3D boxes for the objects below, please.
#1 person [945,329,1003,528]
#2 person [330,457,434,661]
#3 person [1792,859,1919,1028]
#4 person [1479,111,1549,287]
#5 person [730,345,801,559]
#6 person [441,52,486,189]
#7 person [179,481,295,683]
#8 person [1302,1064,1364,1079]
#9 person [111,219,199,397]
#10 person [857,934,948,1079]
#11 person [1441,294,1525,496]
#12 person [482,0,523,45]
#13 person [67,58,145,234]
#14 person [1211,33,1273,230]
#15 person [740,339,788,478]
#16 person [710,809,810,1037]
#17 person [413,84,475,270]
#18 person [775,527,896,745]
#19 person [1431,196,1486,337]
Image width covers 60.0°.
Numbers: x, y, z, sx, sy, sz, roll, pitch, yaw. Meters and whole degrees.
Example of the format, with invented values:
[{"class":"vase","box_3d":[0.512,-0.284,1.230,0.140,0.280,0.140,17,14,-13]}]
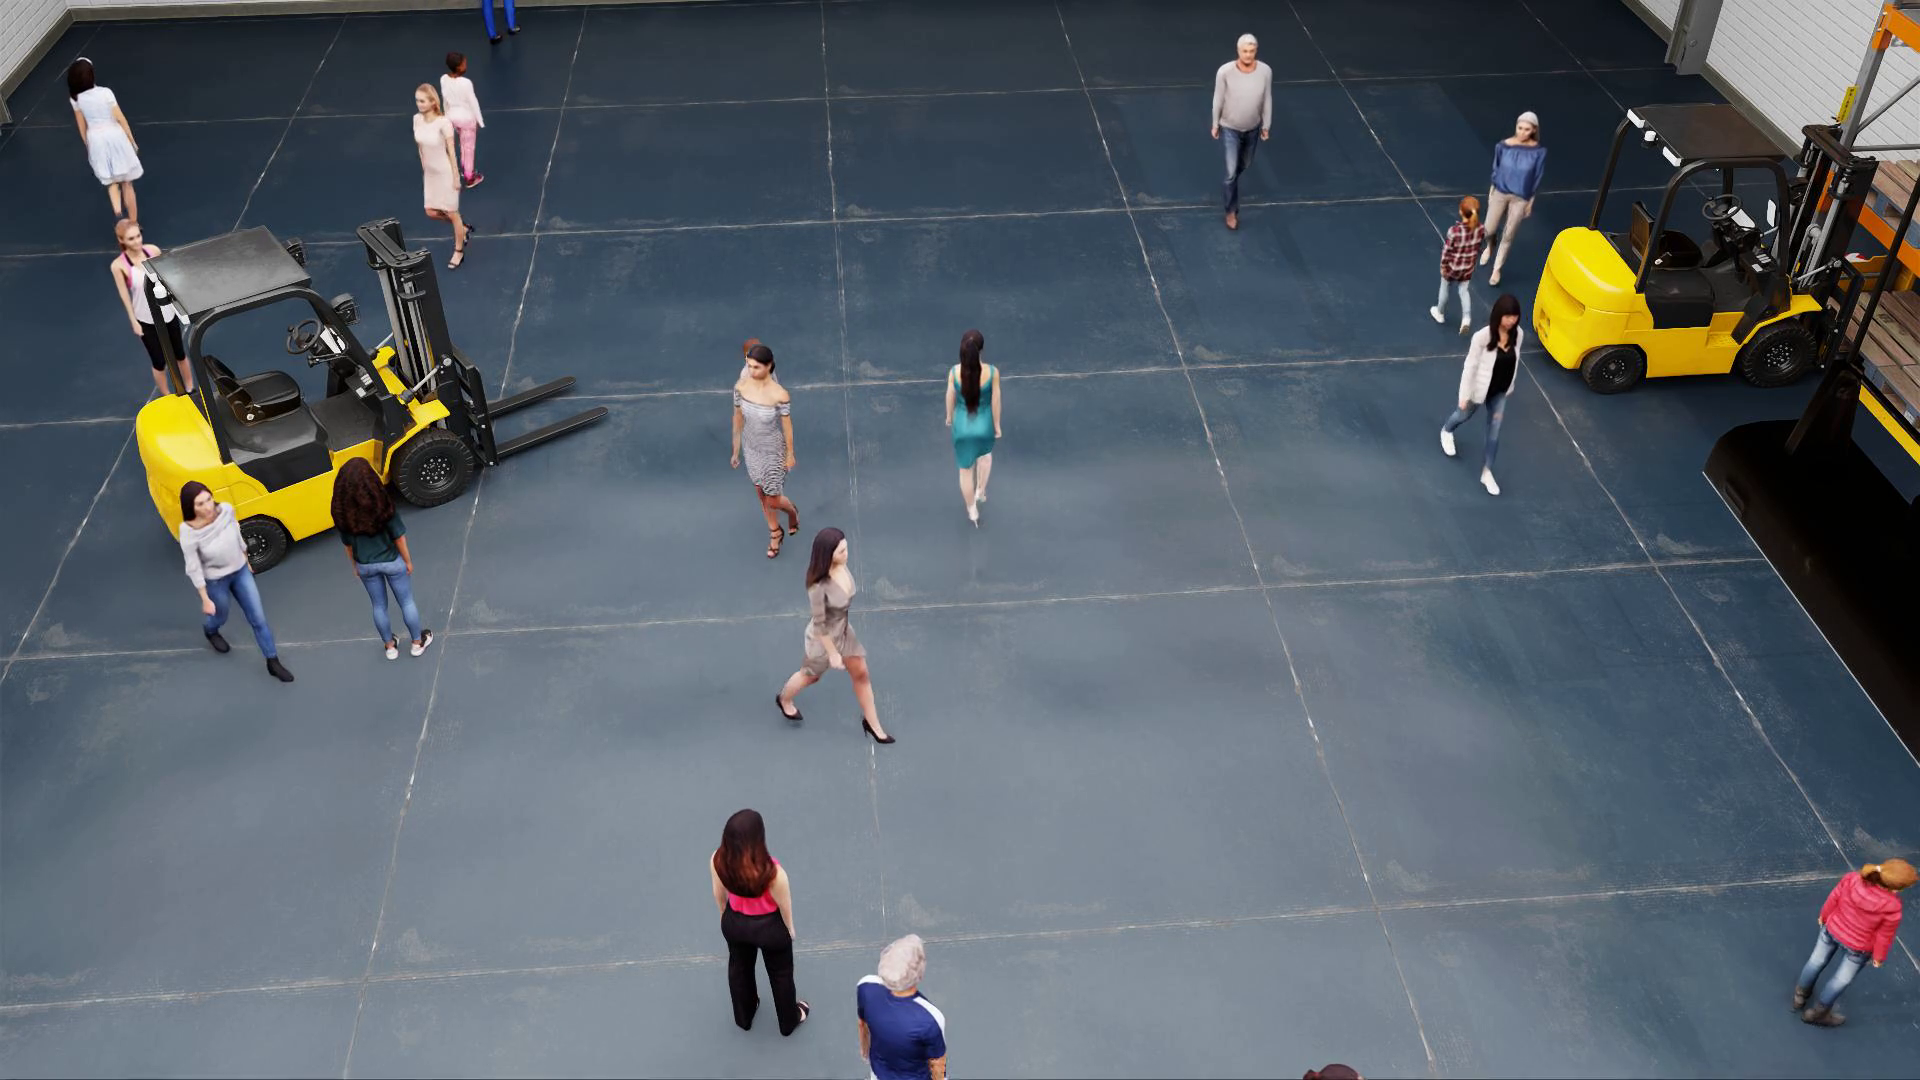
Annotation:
[{"class":"person","box_3d":[0.096,-0.785,12.403,0.603,1.671,0.647,0,39,0]},{"class":"person","box_3d":[-3.943,0.132,11.299,0.584,1.615,0.572,-4,39,-5]},{"class":"person","box_3d":[4.813,2.154,9.010,0.676,1.311,0.574,-26,45,-29]},{"class":"person","box_3d":[5.125,-3.195,15.408,0.768,1.687,0.833,15,41,18]},{"class":"person","box_3d":[-1.372,-0.664,12.139,0.765,1.810,0.827,17,42,20]},{"class":"person","box_3d":[-5.108,-4.271,16.953,0.656,1.439,0.687,15,41,18]},{"class":"person","box_3d":[-4.988,0.256,11.157,1.079,1.599,1.080,23,44,26]},{"class":"person","box_3d":[1.644,2.958,7.724,0.744,1.661,0.634,14,41,17]},{"class":"person","box_3d":[-6.602,-1.835,13.626,0.736,1.785,0.673,27,46,29]},{"class":"person","box_3d":[-0.306,2.604,8.041,0.985,1.818,1.127,20,43,23]},{"class":"person","box_3d":[4.077,-1.230,13.015,0.738,1.603,1.104,-8,39,-10]},{"class":"person","box_3d":[-5.659,-6.754,19.863,0.715,1.688,0.776,5,39,6]},{"class":"person","box_3d":[-8.146,-3.694,15.937,0.674,1.806,0.785,-6,39,-7]},{"class":"person","box_3d":[2.750,-4.089,16.375,0.734,1.876,1.163,-3,39,-3]},{"class":"person","box_3d":[-1.611,-1.104,13.199,0.866,1.175,0.800,28,47,31]},{"class":"person","box_3d":[-1.079,2.045,8.867,0.651,1.660,0.631,10,40,12]},{"class":"person","box_3d":[-4.806,-3.441,15.607,0.745,1.823,0.826,16,41,19]},{"class":"person","box_3d":[-0.915,0.624,10.611,0.999,1.705,1.120,14,41,17]},{"class":"person","box_3d":[4.462,-2.426,14.759,0.528,1.294,0.798,-5,39,-6]}]
